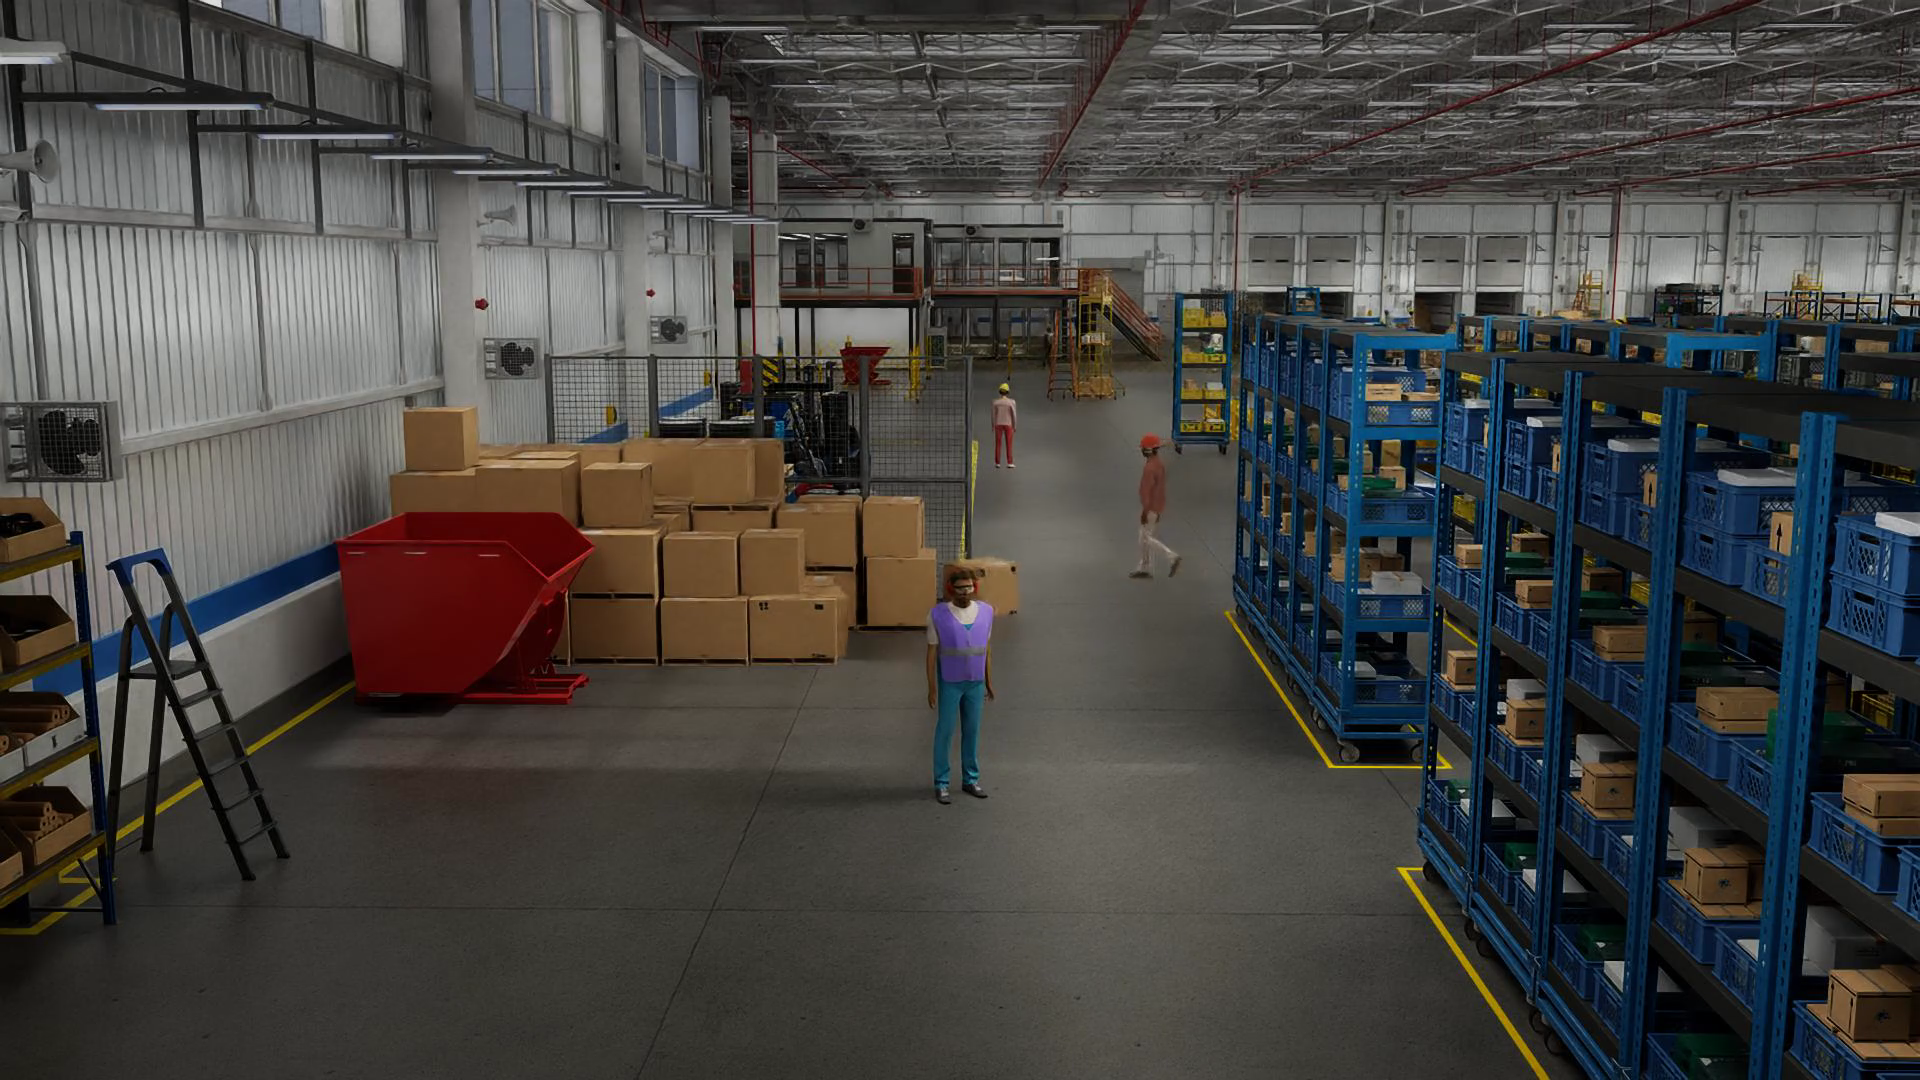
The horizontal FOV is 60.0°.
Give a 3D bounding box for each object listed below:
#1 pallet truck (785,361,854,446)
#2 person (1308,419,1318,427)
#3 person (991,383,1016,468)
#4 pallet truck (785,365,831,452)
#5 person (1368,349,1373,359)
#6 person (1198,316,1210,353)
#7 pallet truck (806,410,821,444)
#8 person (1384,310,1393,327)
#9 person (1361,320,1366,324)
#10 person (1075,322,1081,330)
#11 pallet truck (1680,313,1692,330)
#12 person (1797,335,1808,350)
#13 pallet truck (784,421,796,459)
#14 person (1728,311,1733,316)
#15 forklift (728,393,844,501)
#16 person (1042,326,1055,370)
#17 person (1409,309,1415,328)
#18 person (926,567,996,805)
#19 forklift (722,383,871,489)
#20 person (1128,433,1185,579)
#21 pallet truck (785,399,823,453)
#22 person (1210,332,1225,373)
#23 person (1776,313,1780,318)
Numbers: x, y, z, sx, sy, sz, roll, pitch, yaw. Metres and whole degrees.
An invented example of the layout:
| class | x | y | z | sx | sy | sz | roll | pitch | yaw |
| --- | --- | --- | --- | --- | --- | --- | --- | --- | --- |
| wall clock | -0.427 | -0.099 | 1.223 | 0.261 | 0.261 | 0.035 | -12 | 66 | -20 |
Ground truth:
| class | x | y | z | sx | sy | sz | roll | pitch | yaw |
| --- | --- | --- | --- | --- | --- | --- | --- | --- | --- |
| pallet truck | -3.410 | -3.193 | 38.978 | 1.885 | 1.965 | 0.823 | 0 | 9 | -1 |
| person | 5.528 | -1.212 | 26.726 | 0.626 | 2.020 | 0.774 | -2 | 9 | -10 |
| person | 0.915 | -2.379 | 34.674 | 0.529 | 1.765 | 0.327 | 2 | 9 | 12 |
| pallet truck | -3.774 | -2.976 | 37.635 | 1.885 | 1.965 | 0.823 | 1 | 9 | 5 |
| person | 13.003 | -5.259 | 52.239 | 0.404 | 1.827 | 0.601 | 0 | 9 | -2 |
| person | 12.066 | -10.146 | 82.216 | 0.624 | 1.876 | 0.939 | -1 | 9 | -8 |
| pallet truck | -3.559 | -2.018 | 33.905 | 1.522 | 1.261 | 0.704 | 0 | 9 | -1 |
| person | 24.167 | -12.045 | 93.882 | 0.937 | 1.888 | 0.637 | 0 | 9 | 2 |
| person | 18.624 | -9.261 | 76.913 | 0.991 | 1.840 | 0.593 | -8 | 12 | -39 |
| person | 6.937 | -12.384 | 95.934 | 0.591 | 1.914 | 0.393 | -4 | 10 | -21 |
| pallet truck | 36.315 | -10.531 | 84.244 | 0.823 | 1.965 | 1.885 | -6 | 11 | -33 |
| person | 31.778 | -7.059 | 62.969 | 0.702 | 1.943 | 0.649 | 7 | 12 | 38 |
| pallet truck | -4.013 | -1.793 | 32.705 | 1.601 | 1.201 | 0.680 | 0 | 9 | 1 |
| person | 41.330 | -11.301 | 89.256 | 0.517 | 1.910 | 0.555 | 4 | 10 | 22 |
| forklift | -2.979 | -1.316 | 26.476 | 2.680 | 1.987 | 1.157 | 0 | 9 | 1 |
| person | 3.675 | -7.992 | 69.224 | 0.959 | 1.803 | 0.516 | -9 | 13 | -44 |
| person | 25.749 | -12.229 | 94.930 | 0.371 | 1.927 | 0.588 | 0 | 9 | -1 |
| person | -0.002 | 1.109 | 12.908 | 0.572 | 1.843 | 0.373 | -5 | 10 | -27 |
| forklift | -2.893 | -1.687 | 28.729 | 2.680 | 1.987 | 1.157 | 0 | 9 | -1 |
| person | 2.592 | -0.425 | 21.985 | 0.675 | 1.968 | 0.616 | 3 | 10 | 16 |
| pallet truck | -3.814 | -2.432 | 36.419 | 1.630 | 1.274 | 0.653 | 0 | 9 | 1 |
| person | 10.411 | -7.650 | 66.906 | 0.582 | 1.861 | 0.667 | 8 | 12 | 40 |
| person | 42.251 | -10.782 | 86.013 | 0.587 | 1.926 | 0.368 | 6 | 11 | 32 |
